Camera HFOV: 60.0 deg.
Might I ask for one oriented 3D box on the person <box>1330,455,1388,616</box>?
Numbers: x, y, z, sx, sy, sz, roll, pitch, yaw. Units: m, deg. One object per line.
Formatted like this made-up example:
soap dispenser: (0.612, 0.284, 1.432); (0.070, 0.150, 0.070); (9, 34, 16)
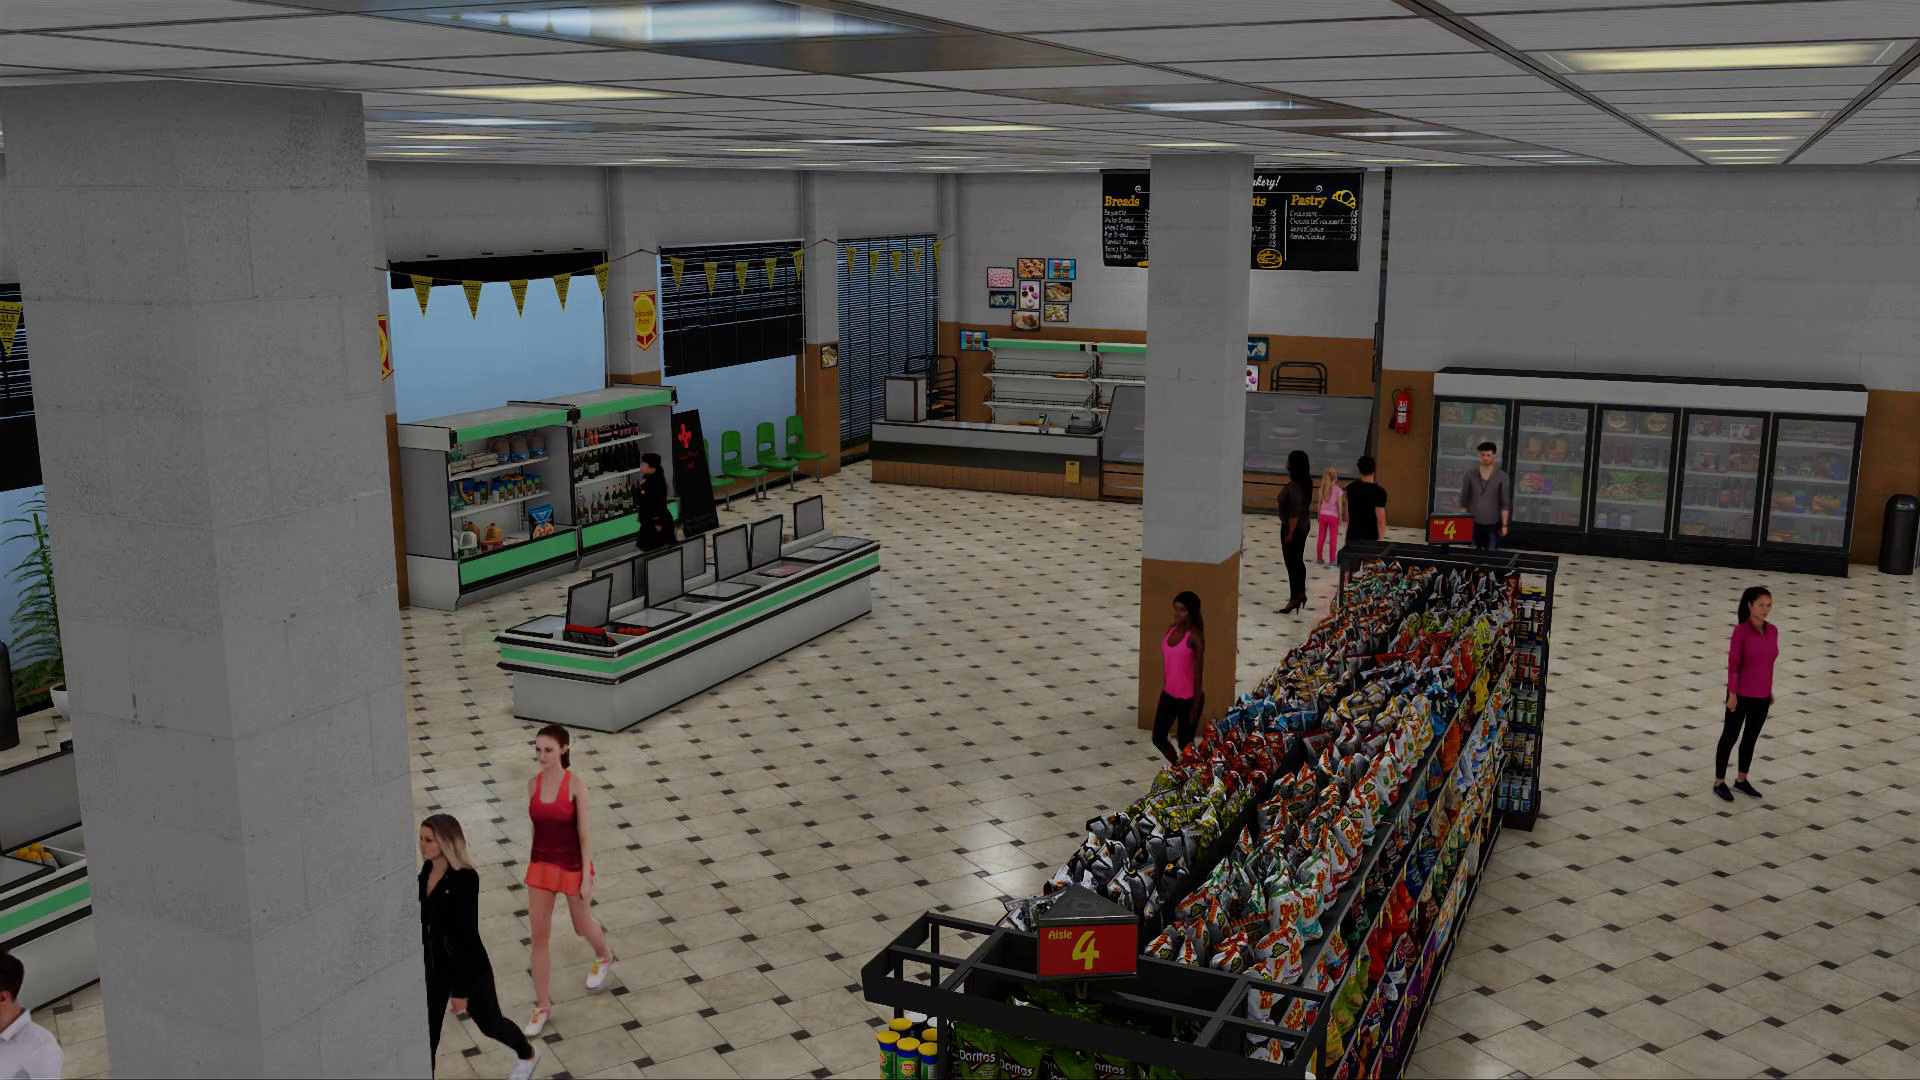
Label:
person: (4.355, 0.008, 18.248); (0.862, 1.837, 1.089); (11, 16, 42)

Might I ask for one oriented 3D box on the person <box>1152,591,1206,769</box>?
person: (1.776, 1.216, 12.819); (0.735, 1.711, 0.691); (-9, 15, -37)

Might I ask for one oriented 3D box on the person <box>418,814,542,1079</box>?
person: (-2.463, 2.179, 8.412); (0.633, 1.641, 1.188); (6, 13, 28)

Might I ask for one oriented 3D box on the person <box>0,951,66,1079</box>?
person: (-3.656, 2.470, 6.522); (0.683, 1.852, 0.581); (8, 14, 32)

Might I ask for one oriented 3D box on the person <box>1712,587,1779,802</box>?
person: (6.146, 1.189, 12.975); (0.684, 1.699, 0.739); (-4, 12, -18)

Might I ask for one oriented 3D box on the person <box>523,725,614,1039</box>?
person: (-2.245, 1.884, 9.587); (0.718, 1.735, 1.082); (3, 12, 13)

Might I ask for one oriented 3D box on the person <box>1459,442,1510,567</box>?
person: (6.010, -0.192, 19.081); (0.703, 1.886, 0.665); (7, 14, 29)

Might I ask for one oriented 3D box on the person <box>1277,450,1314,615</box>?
person: (3.791, -0.096, 18.734); (0.712, 1.841, 0.533); (6, 13, 27)

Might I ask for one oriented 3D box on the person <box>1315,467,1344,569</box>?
person: (4.674, -0.295, 21.063); (0.511, 1.270, 0.528); (9, 15, 35)
